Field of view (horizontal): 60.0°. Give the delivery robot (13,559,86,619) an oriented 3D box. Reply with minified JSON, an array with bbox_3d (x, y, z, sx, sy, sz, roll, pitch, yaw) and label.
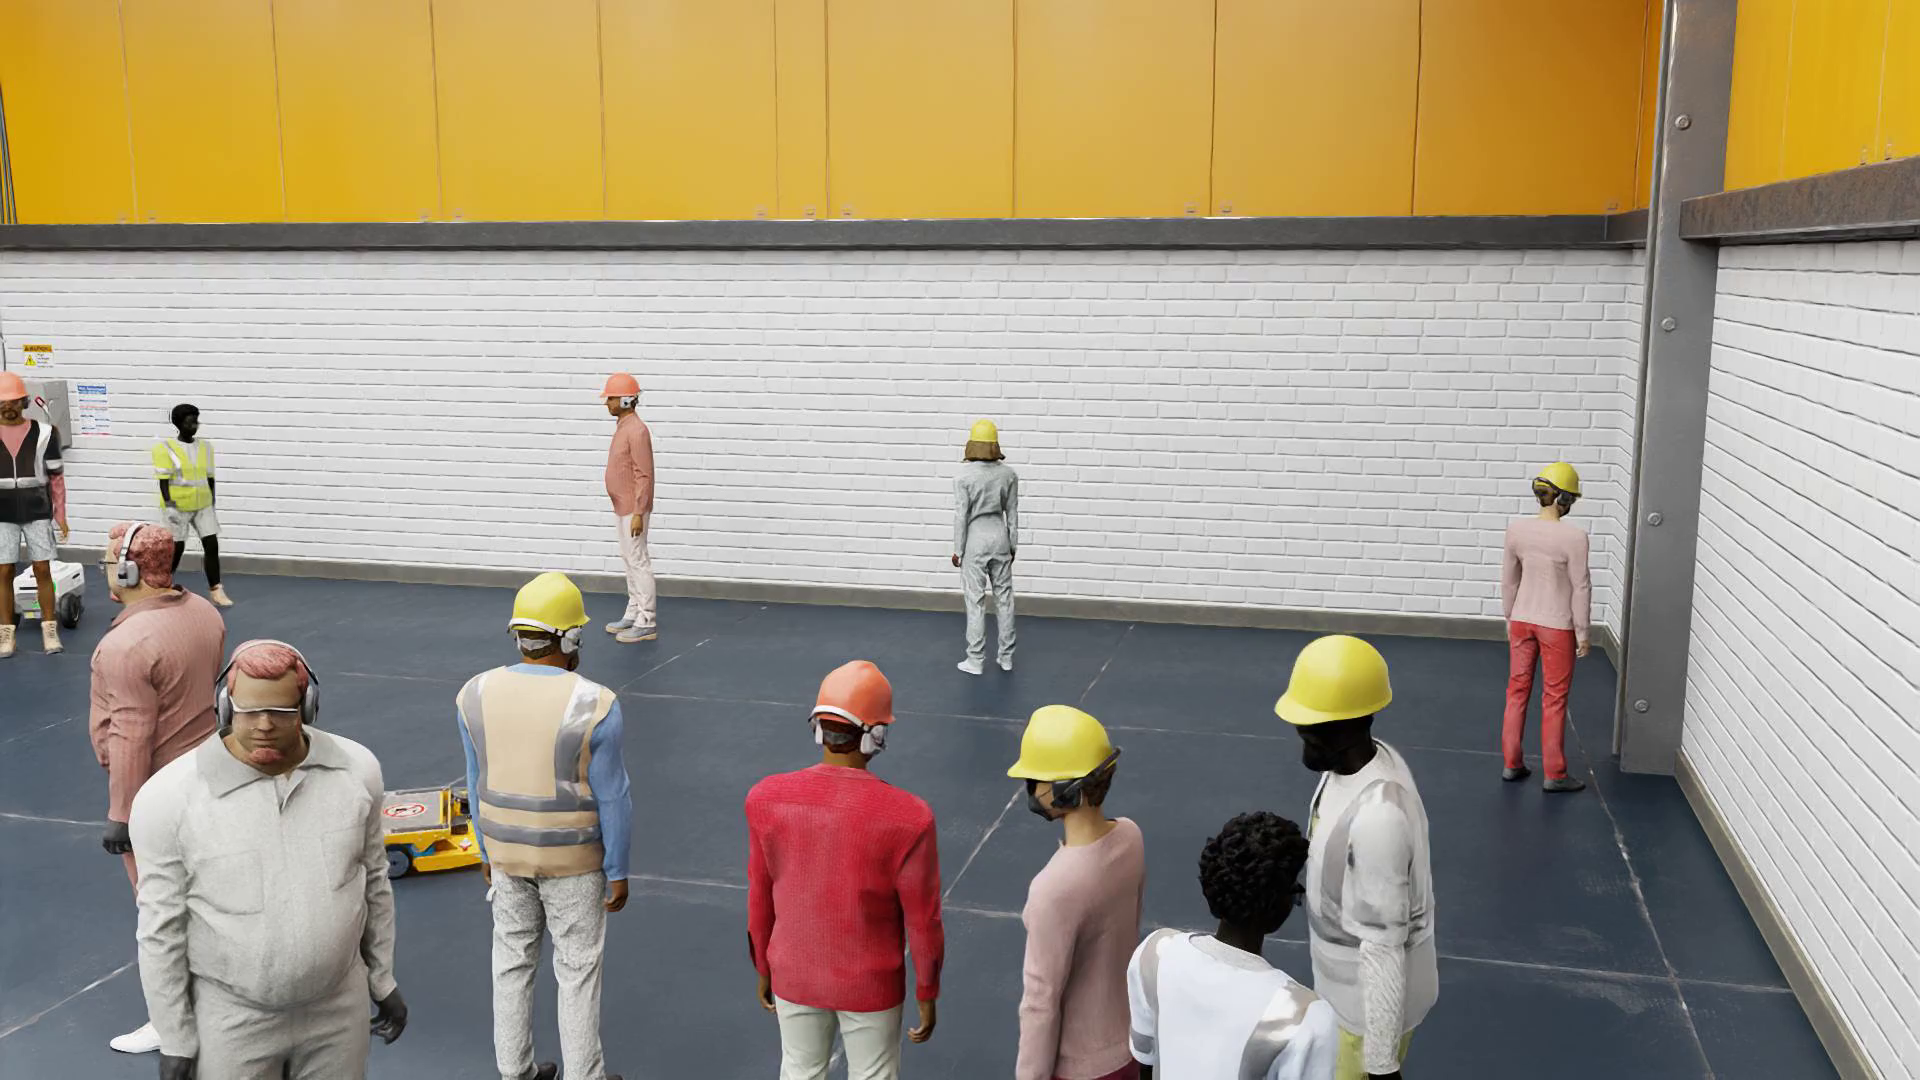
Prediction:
[{"bbox_3d":[-7.066,0.336,12.889,0.477,0.478,0.707,-2,10,-11],"label":"delivery robot"}]

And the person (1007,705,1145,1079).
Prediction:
[{"bbox_3d":[0.285,1.268,4.144,0.347,1.757,0.536,6,11,30],"label":"person"}]

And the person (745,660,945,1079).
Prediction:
[{"bbox_3d":[-0.312,1.193,4.645,0.576,1.737,0.354,3,10,16],"label":"person"}]

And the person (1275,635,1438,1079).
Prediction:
[{"bbox_3d":[1.038,1.164,4.320,0.497,1.904,0.640,1,10,7],"label":"person"}]

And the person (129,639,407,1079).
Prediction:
[{"bbox_3d":[-1.713,1.184,4.216,0.637,1.904,0.403,-9,13,-42],"label":"person"}]

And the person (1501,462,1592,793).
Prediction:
[{"bbox_3d":[3.137,0.462,8.885,0.332,1.759,0.523,-7,12,-35],"label":"person"}]

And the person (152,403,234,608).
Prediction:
[{"bbox_3d":[-6.265,-0.279,13.478,0.635,1.678,0.544,7,12,35],"label":"person"}]

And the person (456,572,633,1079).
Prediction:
[{"bbox_3d":[-1.337,1.013,5.466,0.585,1.824,0.405,3,10,15],"label":"person"}]

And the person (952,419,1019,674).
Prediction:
[{"bbox_3d":[0.165,0.043,11.393,0.492,1.742,0.320,-5,11,-25],"label":"person"}]

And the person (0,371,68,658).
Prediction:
[{"bbox_3d":[-6.688,-0.179,11.824,0.613,2.039,0.393,-5,11,-27],"label":"person"}]

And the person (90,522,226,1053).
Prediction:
[{"bbox_3d":[-2.893,0.879,5.994,0.409,1.908,0.640,0,10,1],"label":"person"}]

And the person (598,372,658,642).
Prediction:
[{"bbox_3d":[-2.461,-0.245,12.350,0.389,1.992,0.625,-4,10,-23],"label":"person"}]

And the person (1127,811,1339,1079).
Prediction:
[{"bbox_3d":[0.576,1.402,3.559,0.320,1.686,0.539,-9,13,-43],"label":"person"}]
